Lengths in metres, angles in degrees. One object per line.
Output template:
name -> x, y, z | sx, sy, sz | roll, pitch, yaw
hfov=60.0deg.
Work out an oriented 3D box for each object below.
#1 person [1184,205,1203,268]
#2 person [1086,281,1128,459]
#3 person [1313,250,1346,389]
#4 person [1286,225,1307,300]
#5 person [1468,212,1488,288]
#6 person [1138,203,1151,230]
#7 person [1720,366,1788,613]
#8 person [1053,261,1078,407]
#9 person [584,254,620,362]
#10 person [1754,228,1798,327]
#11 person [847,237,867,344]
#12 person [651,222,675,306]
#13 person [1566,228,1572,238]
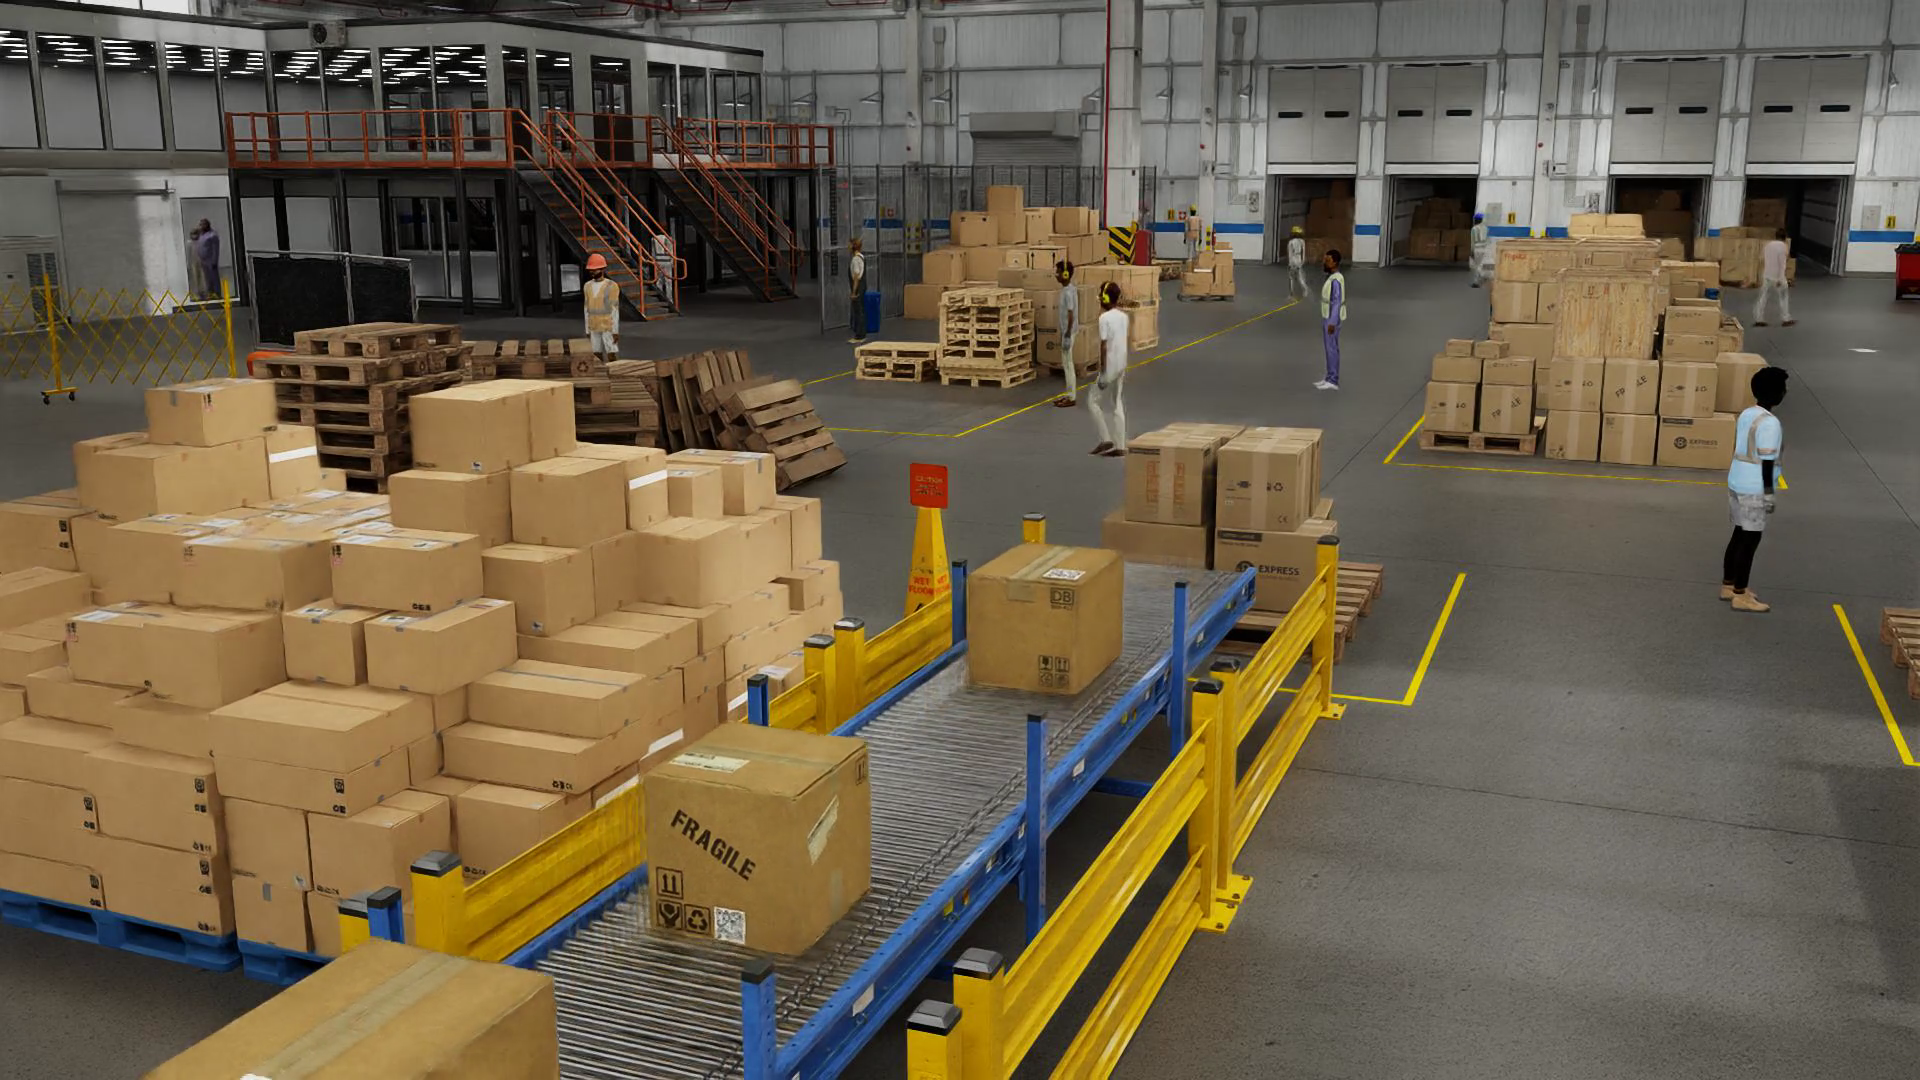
person -> 7.128, -9.274, 50.943 | 0.593, 1.925, 0.384 | -3, 13, -14
person -> 1.557, -1.779, 17.484 | 0.535, 1.849, 0.564 | 10, 16, 39
person -> 5.147, -3.047, 23.023 | 0.379, 1.920, 0.597 | 1, 13, 5
person -> 7.806, -6.423, 38.609 | 0.486, 1.731, 0.459 | -7, 14, -28
person -> 13.330, -7.439, 42.723 | 0.628, 1.928, 0.525 | -8, 15, -32
person -> 5.831, -9.746, 52.976 | 0.562, 1.958, 0.654 | 5, 14, 22
person -> 5.476, -0.352, 11.466 | 0.319, 1.693, 0.533 | 2, 13, 8
person -> 1.357, -2.627, 21.266 | 0.310, 1.864, 0.533 | 0, 13, 1
person -> -4.708, -2.781, 21.828 | 0.542, 1.928, 0.399 | 6, 14, 24
person -> 15.819, -5.061, 32.105 | 0.942, 1.900, 0.639 | -4, 13, -17
person -> -1.797, -4.331, 28.954 | 0.346, 1.846, 0.506 | 2, 13, 10
person -> -6.431, -5.969, 36.210 | 0.584, 1.883, 0.345 | 6, 14, 25
person -> 16.032, -7.490, 43.134 | 0.626, 1.844, 0.429 | 11, 16, 40
